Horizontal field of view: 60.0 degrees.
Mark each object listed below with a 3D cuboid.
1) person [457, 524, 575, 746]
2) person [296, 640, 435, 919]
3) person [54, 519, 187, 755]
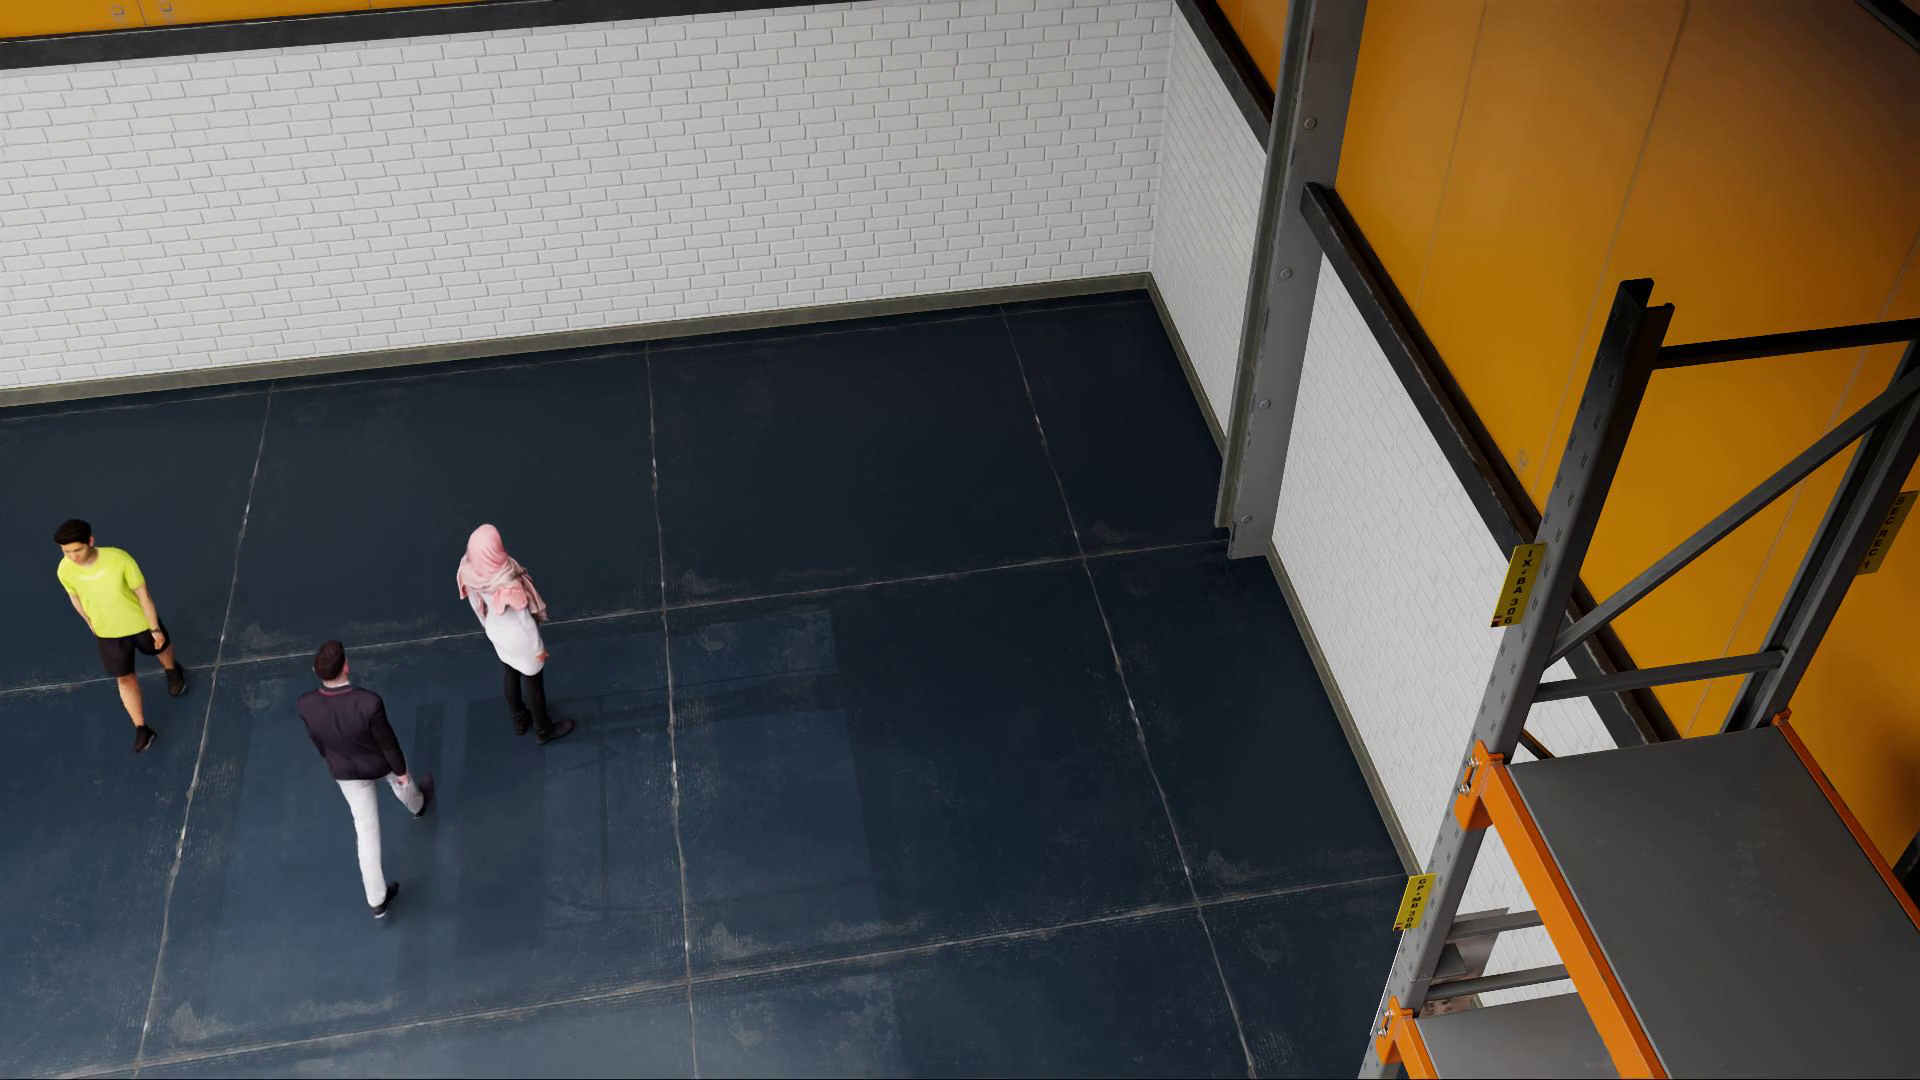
[{"bbox_3d":[-2.742,0.580,10.197,0.739,1.801,0.796,25,49,24],"label":"person"},{"bbox_3d":[-3.390,1.371,9.382,0.811,1.781,1.309,0,44,0],"label":"person"},{"bbox_3d":[-5.229,0.452,10.433,0.714,1.662,1.086,-12,45,-13],"label":"person"}]
